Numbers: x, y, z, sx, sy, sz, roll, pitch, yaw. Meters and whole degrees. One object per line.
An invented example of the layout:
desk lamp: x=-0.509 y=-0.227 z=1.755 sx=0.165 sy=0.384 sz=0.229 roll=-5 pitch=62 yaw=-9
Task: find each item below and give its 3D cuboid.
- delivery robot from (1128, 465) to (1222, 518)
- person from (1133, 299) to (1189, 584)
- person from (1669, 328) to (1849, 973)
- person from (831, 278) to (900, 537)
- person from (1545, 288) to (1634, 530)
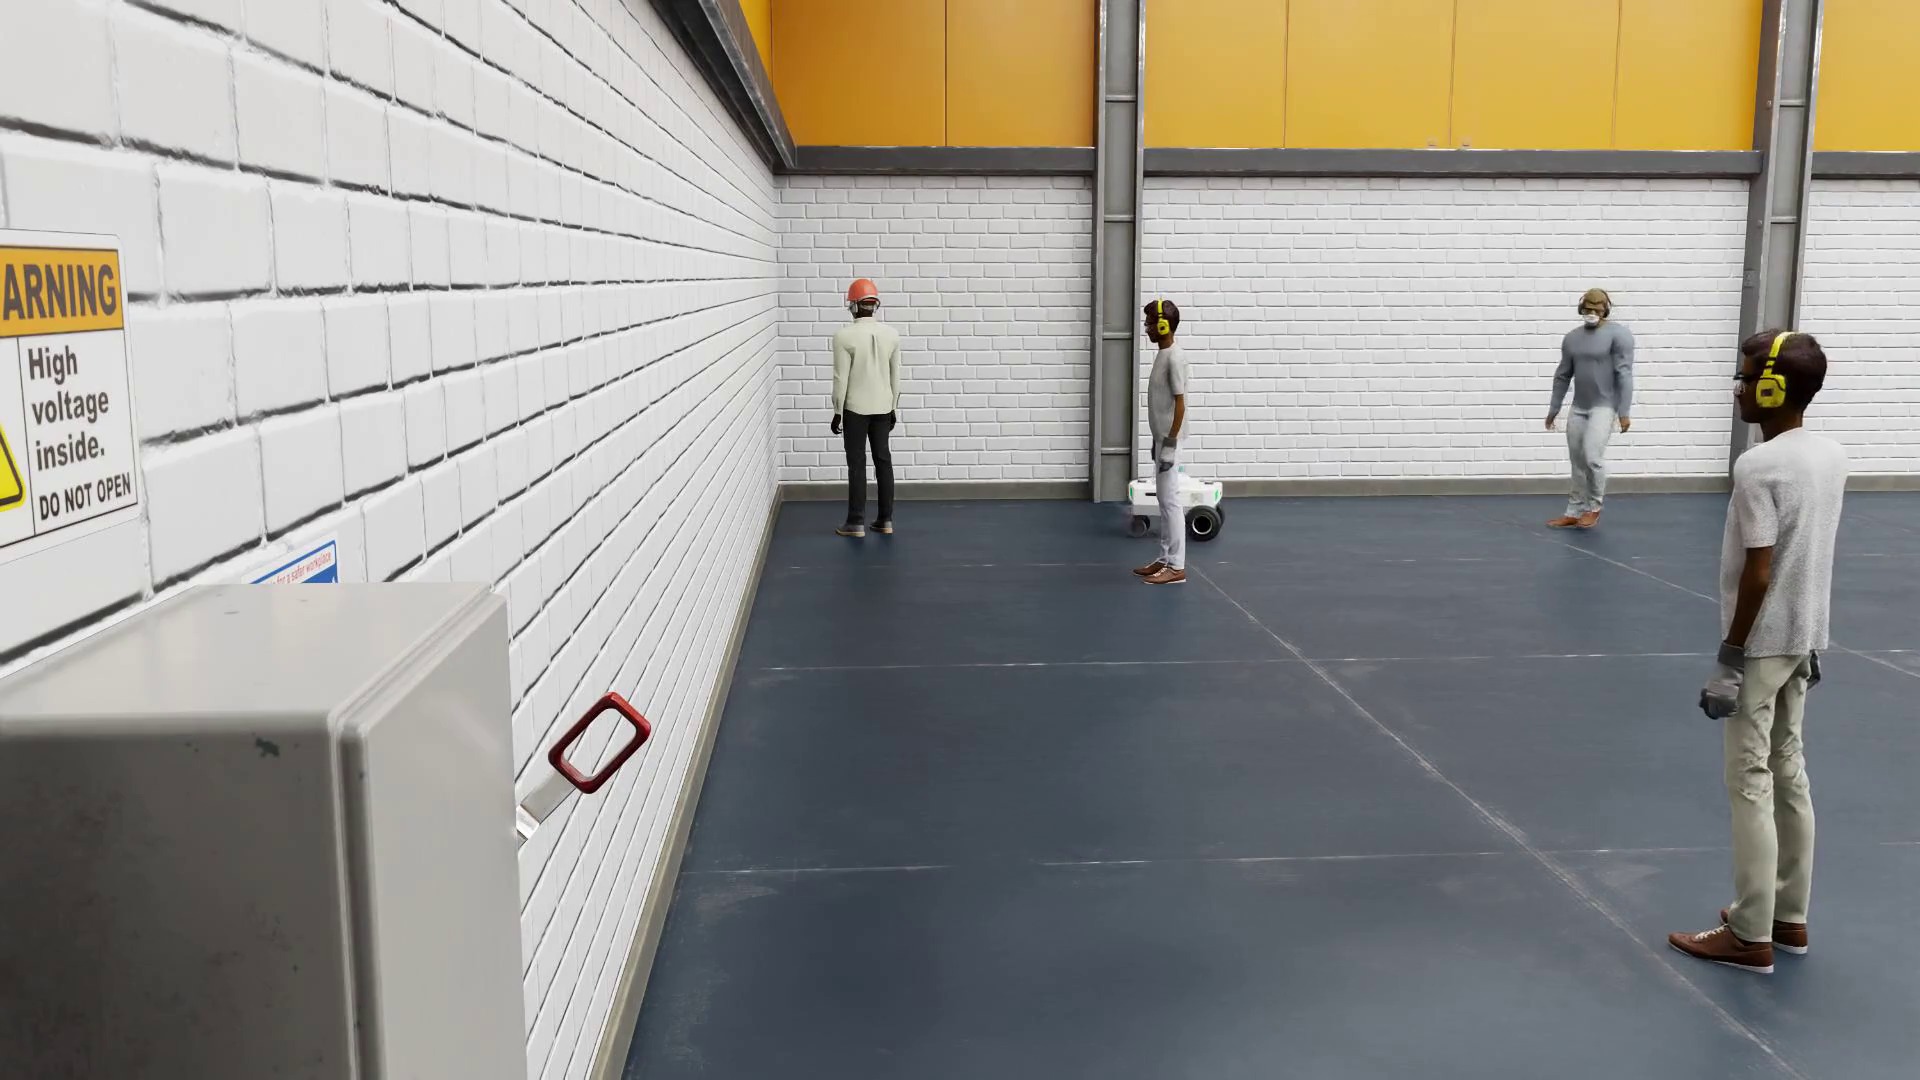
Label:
delivery robot: x=1.661 y=-0.340 z=12.852 sx=0.707 sy=0.478 sz=0.477 roll=2 pitch=9 yaw=13
person: x=1.340 y=-0.641 z=10.939 sx=0.327 sy=1.865 sz=0.517 roll=0 pitch=9 yaw=-2
person: x=2.338 y=0.325 z=4.862 sx=0.551 sy=1.870 sz=0.324 roll=-7 pitch=11 yaw=-36
person: x=-0.737 y=-1.023 z=12.926 sx=0.612 sy=1.995 sz=0.377 roll=-7 pitch=11 yaw=-37
person: x=4.935 y=-1.007 z=13.045 sx=0.409 sy=1.919 sz=0.719 roll=-4 pitch=10 yaw=-24
